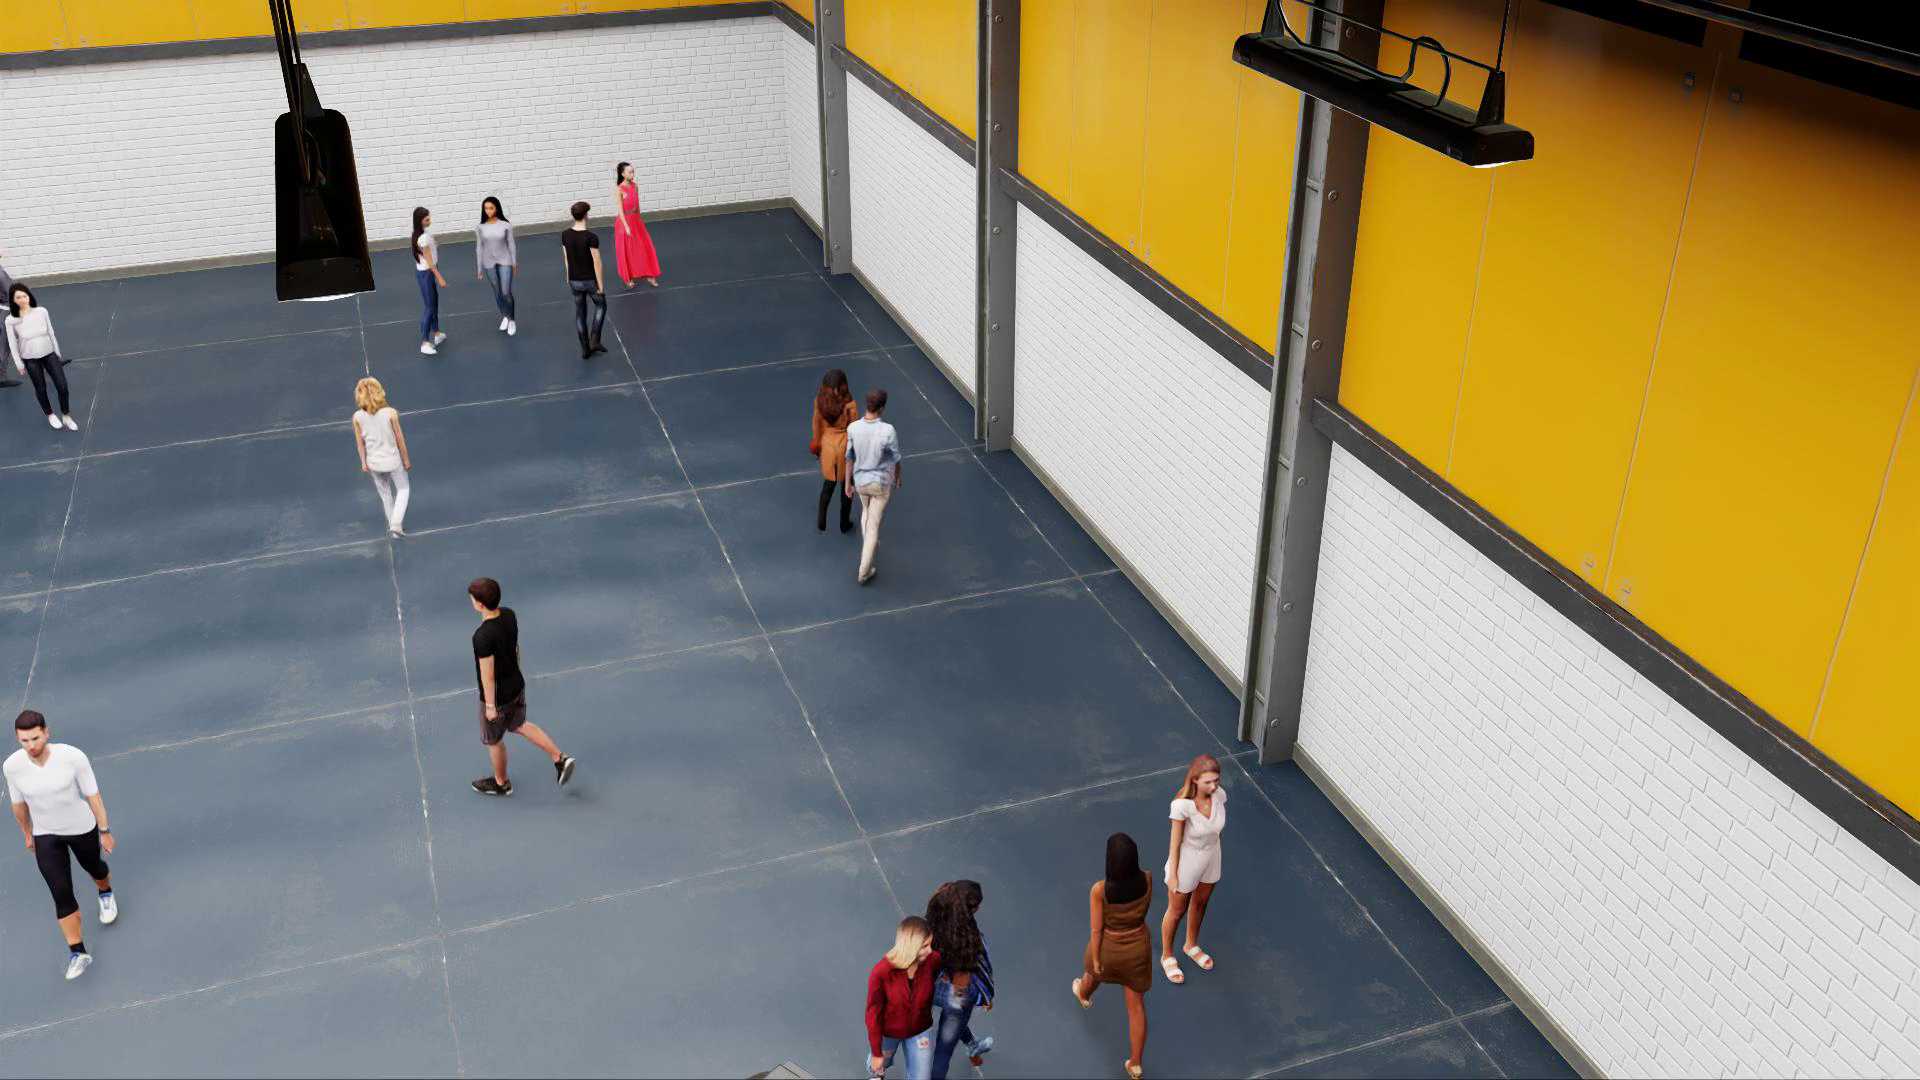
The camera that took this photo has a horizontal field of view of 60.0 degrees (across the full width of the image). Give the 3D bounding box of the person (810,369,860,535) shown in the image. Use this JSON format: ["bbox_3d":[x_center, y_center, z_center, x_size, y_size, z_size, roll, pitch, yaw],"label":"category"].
[{"bbox_3d":[-1.191,-0.788,15.809,0.940,1.709,1.008,10,30,18],"label":"person"}]

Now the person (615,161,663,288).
[{"bbox_3d":[-4.428,-4.168,22.014,1.031,1.701,0.883,20,35,32],"label":"person"}]

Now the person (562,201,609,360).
[{"bbox_3d":[-4.511,-3.046,19.768,0.819,1.882,0.846,6,29,11],"label":"person"}]

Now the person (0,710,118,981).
[{"bbox_3d":[-5.826,1.852,10.871,0.732,1.804,1.171,-9,30,-16],"label":"person"}]

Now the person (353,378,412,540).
[{"bbox_3d":[-5.463,-0.724,15.742,0.716,1.661,0.812,-2,29,-3],"label":"person"}]

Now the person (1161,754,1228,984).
[{"bbox_3d":[1.498,2.056,10.610,0.603,1.695,0.587,-15,32,-26],"label":"person"}]

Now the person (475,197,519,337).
[{"bbox_3d":[-5.712,-3.441,20.664,0.753,1.717,0.820,1,29,2],"label":"person"}]

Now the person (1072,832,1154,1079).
[{"bbox_3d":[0.991,2.504,9.847,0.626,1.639,1.092,-7,29,-13],"label":"person"}]

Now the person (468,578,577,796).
[{"bbox_3d":[-3.277,1.111,12.188,1.067,1.843,1.105,6,29,10],"label":"person"}]

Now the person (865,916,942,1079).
[{"bbox_3d":[-0.364,2.754,9.451,0.645,1.579,1.109,-9,30,-16],"label":"person"}]

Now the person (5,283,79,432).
[{"bbox_3d":[-10.035,-2.005,18.066,0.772,1.683,0.823,-25,37,-37],"label":"person"}]

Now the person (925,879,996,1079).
[{"bbox_3d":[-0.097,2.676,9.594,1.010,1.580,0.973,21,35,34],"label":"person"}]

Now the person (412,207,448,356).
[{"bbox_3d":[-6.456,-3.183,20.144,0.954,1.763,0.580,-17,33,-28],"label":"person"}]

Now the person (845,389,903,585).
[{"bbox_3d":[-0.820,-0.447,15.081,0.993,1.808,1.091,9,30,16],"label":"person"}]

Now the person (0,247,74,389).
[{"bbox_3d":[-10.996,-2.554,19.015,0.861,1.740,1.068,-19,34,-31],"label":"person"}]
